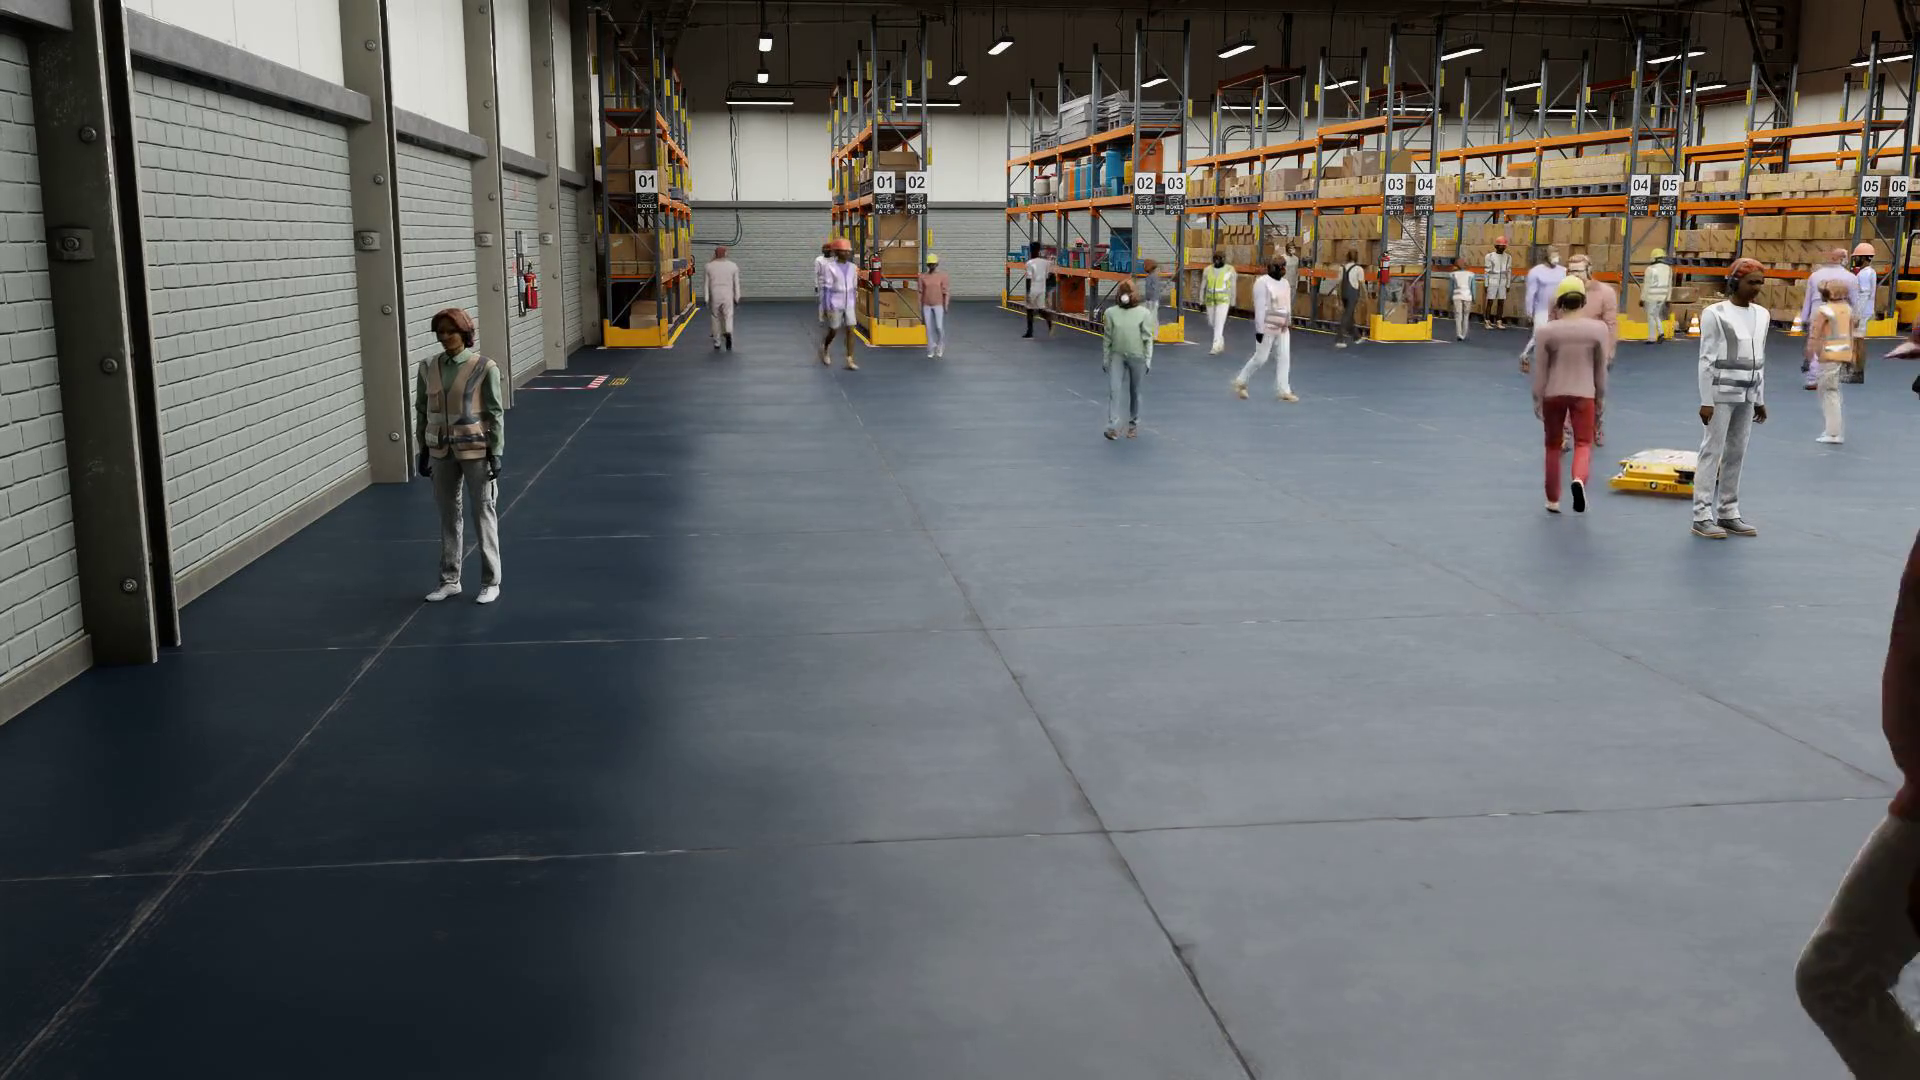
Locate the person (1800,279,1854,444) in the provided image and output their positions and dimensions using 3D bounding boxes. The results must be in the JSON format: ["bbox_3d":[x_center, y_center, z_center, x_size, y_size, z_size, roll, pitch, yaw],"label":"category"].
[{"bbox_3d":[8.577,-1.758,16.397,0.522,1.615,0.486,-6,12,-31],"label":"person"}]

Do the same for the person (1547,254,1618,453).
[{"bbox_3d":[5.937,-1.780,15.852,0.677,1.872,0.865,7,12,32],"label":"person"}]

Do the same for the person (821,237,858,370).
[{"bbox_3d":[-1.846,-3.619,25.495,0.617,2.023,0.850,-6,12,-31],"label":"person"}]

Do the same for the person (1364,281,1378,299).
[{"bbox_3d":[10.542,-6.662,42.435,0.554,1.924,0.581,0,10,0],"label":"person"}]

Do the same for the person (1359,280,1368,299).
[{"bbox_3d":[9.051,-5.731,38.026,0.542,1.674,0.713,-1,10,-4],"label":"person"}]

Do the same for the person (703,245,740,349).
[{"bbox_3d":[-4.305,-4.376,30.031,0.652,1.887,0.709,-2,10,-9],"label":"person"}]

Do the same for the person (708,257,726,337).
[{"bbox_3d":[-4.876,-4.925,33.710,0.505,1.631,0.267,-8,13,-36],"label":"person"}]

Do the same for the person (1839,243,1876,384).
[{"bbox_3d":[12.473,-3.139,23.085,0.356,1.936,0.551,7,12,33],"label":"person"}]

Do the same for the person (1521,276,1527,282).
[{"bbox_3d":[15.189,-6.973,44.140,0.585,1.921,0.473,1,10,5],"label":"person"}]

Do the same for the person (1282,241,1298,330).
[{"bbox_3d":[7.083,-5.492,36.011,0.625,1.931,0.368,-8,13,-38],"label":"person"}]

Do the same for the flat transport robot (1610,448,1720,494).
[{"bbox_3d":[5.841,-0.576,13.607,0.652,0.197,1.431,7,13,34],"label":"flat transport robot"}]

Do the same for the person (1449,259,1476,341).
[{"bbox_3d":[9.867,-4.723,32.659,0.515,1.601,0.750,2,11,10],"label":"person"}]

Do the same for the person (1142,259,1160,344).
[{"bbox_3d":[3.555,-4.477,31.303,0.505,1.602,0.523,-3,11,-14],"label":"person"}]

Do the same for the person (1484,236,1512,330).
[{"bbox_3d":[11.729,-5.587,36.248,0.606,2.035,0.405,-1,10,-7],"label":"person"}]

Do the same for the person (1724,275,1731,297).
[{"bbox_3d":[20.925,-7.110,44.912,0.585,1.921,0.392,-1,10,-7],"label":"person"}]

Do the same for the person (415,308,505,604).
[{"bbox_3d":[-2.768,-0.460,9.225,0.522,1.637,0.305,3,11,13],"label":"person"}]

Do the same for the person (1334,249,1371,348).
[{"bbox_3d":[7.229,-4.426,30.534,1.002,1.787,0.518,-7,13,-34],"label":"person"}]

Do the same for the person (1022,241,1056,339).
[{"bbox_3d":[1.551,-4.929,32.878,0.618,1.943,0.768,-8,13,-38],"label":"person"}]

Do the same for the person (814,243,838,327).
[{"bbox_3d":[-2.999,-5.771,37.658,0.586,1.882,0.340,-1,10,-7],"label":"person"}]

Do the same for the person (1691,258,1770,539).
[{"bbox_3d":[5.225,-0.952,11.248,0.575,1.884,0.355,-5,11,-25],"label":"person"}]

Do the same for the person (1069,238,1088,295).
[{"bbox_3d":[3.542,-7.996,49.578,0.609,1.987,0.403,-2,11,-12],"label":"person"}]

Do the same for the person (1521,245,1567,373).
[{"bbox_3d":[8.387,-3.268,23.866,0.634,1.924,0.636,-2,11,-10],"label":"person"}]

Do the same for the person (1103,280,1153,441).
[{"bbox_3d":[1.649,-1.778,16.547,0.523,1.585,0.825,3,11,17],"label":"person"}]

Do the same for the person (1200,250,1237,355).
[{"bbox_3d":[4.495,-4.139,28.926,0.630,1.813,0.835,6,12,29],"label":"person"}]

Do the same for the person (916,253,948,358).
[{"bbox_3d":[-0.471,-3.928,27.911,0.540,1.748,0.434,2,10,8],"label":"person"}]

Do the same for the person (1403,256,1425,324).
[{"bbox_3d":[10.437,-5.889,38.318,0.655,1.884,0.572,0,10,0],"label":"person"}]

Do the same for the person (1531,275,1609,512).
[{"bbox_3d":[4.413,-1.037,12.060,0.538,1.748,0.599,3,11,17],"label":"person"}]

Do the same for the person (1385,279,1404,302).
[{"bbox_3d":[9.804,-5.647,37.523,0.493,1.687,0.931,0,10,0],"label":"person"}]

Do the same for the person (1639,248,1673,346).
[{"bbox_3d":[12.941,-4.519,30.988,0.595,1.817,0.425,-4,11,-23],"label":"person"}]

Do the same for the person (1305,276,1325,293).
[{"bbox_3d":[10.521,-7.866,49.107,0.622,1.896,0.480,3,11,15],"label":"person"}]

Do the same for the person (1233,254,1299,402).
[{"bbox_3d":[3.806,-2.623,20.609,0.639,1.819,0.852,-9,14,-41],"label":"person"}]

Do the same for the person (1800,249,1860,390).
[{"bbox_3d":[11.647,-2.932,22.160,0.979,1.857,0.651,-5,11,-26],"label":"person"}]

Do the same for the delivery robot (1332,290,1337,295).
[{"bbox_3d":[11.506,-7.349,49.701,0.707,0.478,0.477,5,11,24],"label":"delivery robot"}]

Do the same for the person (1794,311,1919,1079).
[{"bbox_3d":[1.872,0.482,3.107,0.655,1.977,0.435,-9,14,-41],"label":"person"}]
